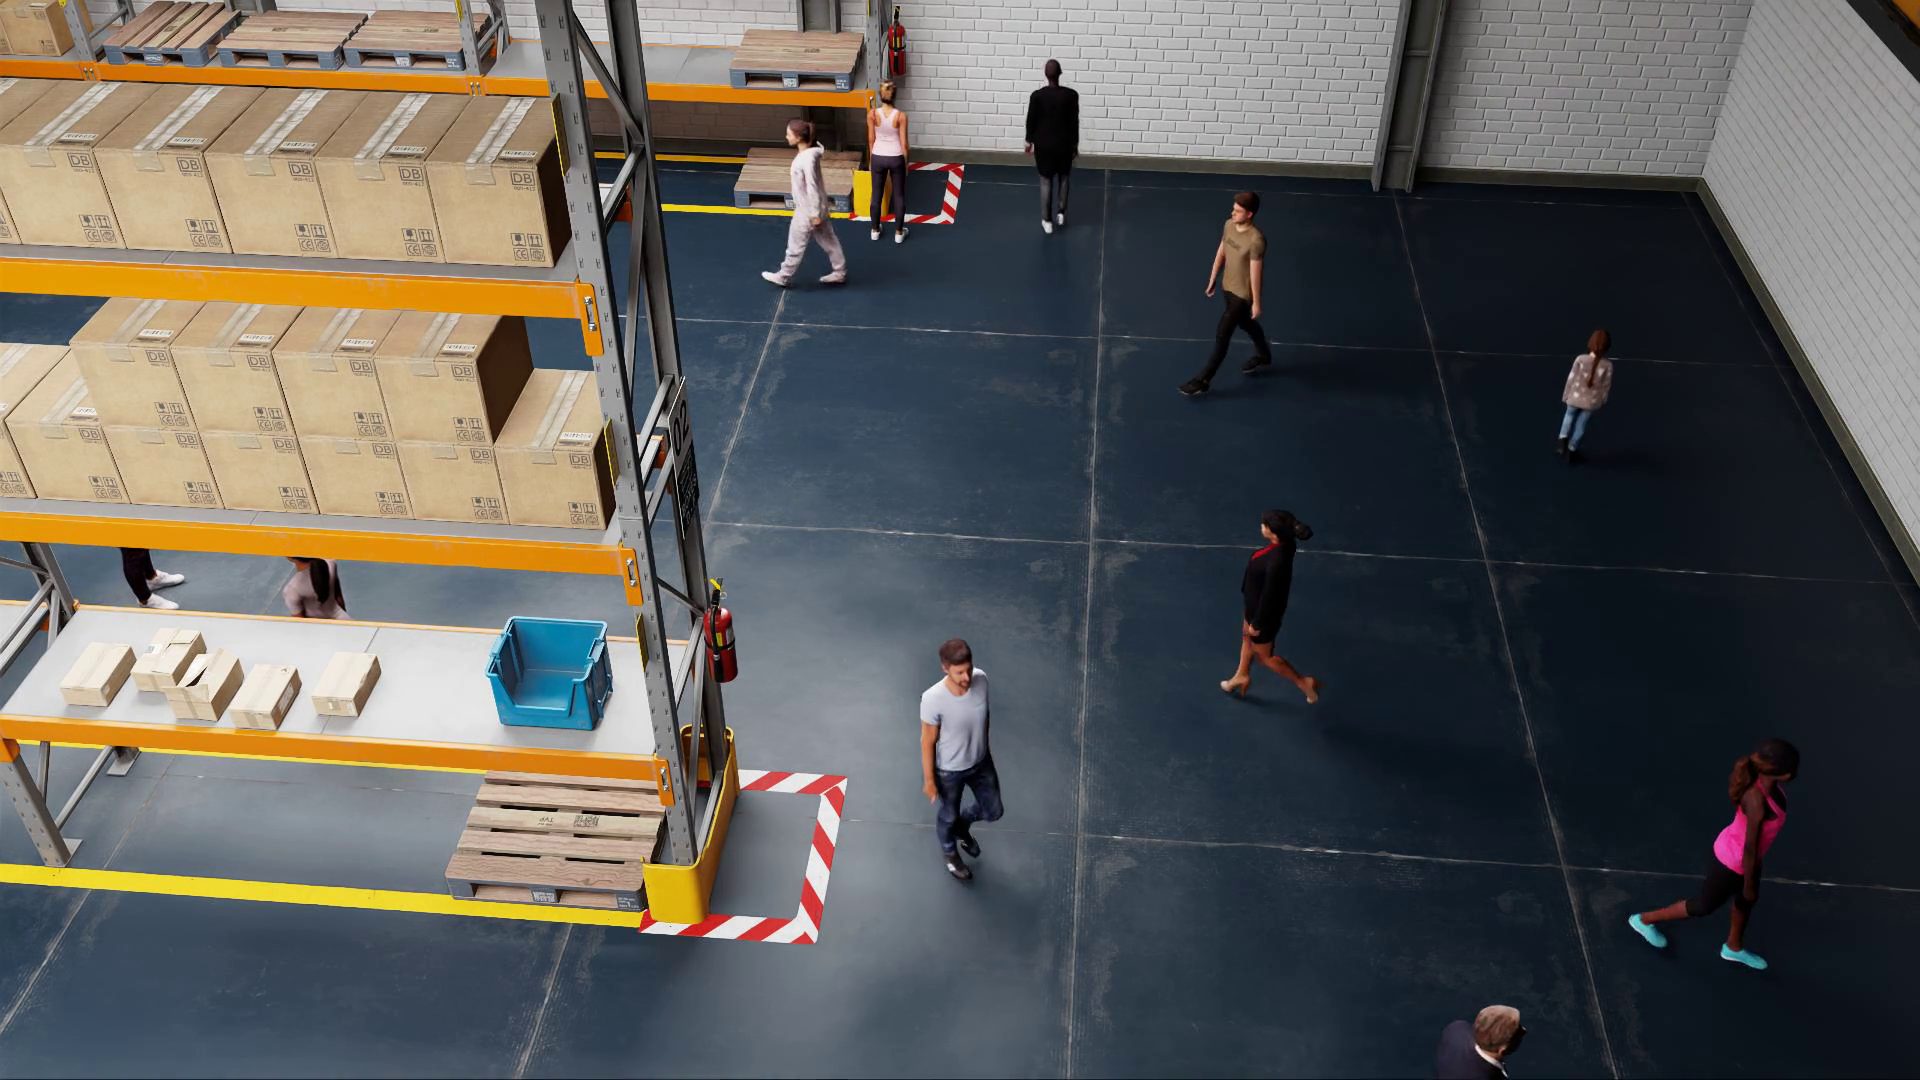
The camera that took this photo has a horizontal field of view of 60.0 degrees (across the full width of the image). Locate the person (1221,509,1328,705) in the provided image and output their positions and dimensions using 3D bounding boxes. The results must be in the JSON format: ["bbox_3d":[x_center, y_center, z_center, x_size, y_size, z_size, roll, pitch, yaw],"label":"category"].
[{"bbox_3d":[2.076,0.504,10.897,0.991,1.622,0.714,13,41,16],"label":"person"}]

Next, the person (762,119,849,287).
[{"bbox_3d":[-1.276,-3.075,15.359,1.050,1.647,0.702,-1,39,-1],"label":"person"}]

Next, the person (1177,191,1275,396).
[{"bbox_3d":[2.425,-2.096,14.007,1.343,1.804,1.087,-15,41,-18],"label":"person"}]

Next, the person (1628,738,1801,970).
[{"bbox_3d":[4.242,1.758,9.267,1.070,1.698,0.863,22,44,25],"label":"person"}]

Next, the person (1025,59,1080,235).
[{"bbox_3d":[0.909,-3.784,16.163,0.592,1.751,0.760,0,39,0],"label":"person"}]

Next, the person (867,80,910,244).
[{"bbox_3d":[-0.696,-3.670,16.106,0.464,1.645,0.624,5,39,7],"label":"person"}]

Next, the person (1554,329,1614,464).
[{"bbox_3d":[4.982,-1.119,13.277,0.490,1.188,0.597,19,42,22],"label":"person"}]

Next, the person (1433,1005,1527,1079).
[{"bbox_3d":[2.308,2.791,7.893,0.994,1.798,0.787,-3,39,-4],"label":"person"}]

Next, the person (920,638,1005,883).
[{"bbox_3d":[-0.055,1.249,9.778,0.801,1.856,0.868,-25,45,-27],"label":"person"}]
